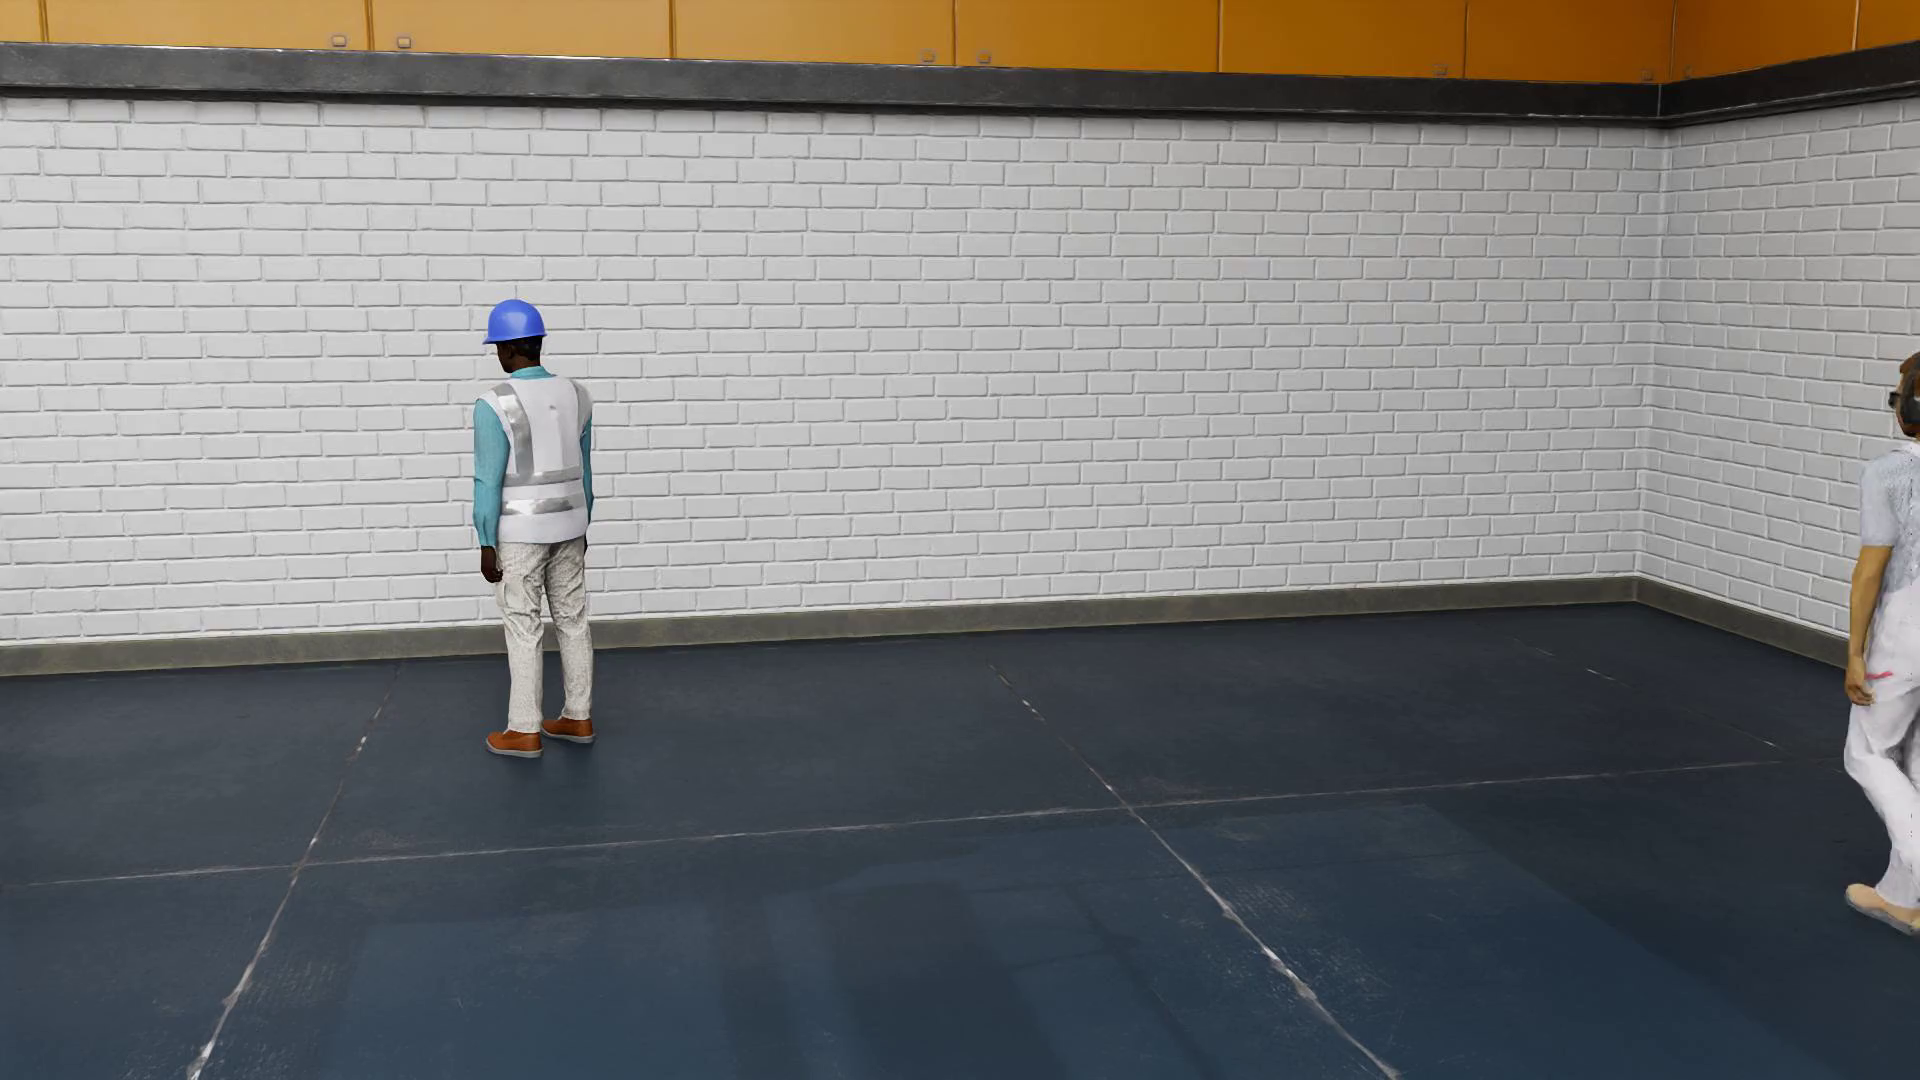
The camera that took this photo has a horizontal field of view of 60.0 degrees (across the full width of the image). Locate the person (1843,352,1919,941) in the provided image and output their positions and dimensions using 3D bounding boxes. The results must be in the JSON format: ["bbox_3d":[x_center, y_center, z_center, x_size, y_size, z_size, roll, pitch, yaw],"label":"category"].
[{"bbox_3d":[2.960,0.343,5.025,0.518,1.828,0.550,-1,9,-5],"label":"person"}]

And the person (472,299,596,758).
[{"bbox_3d":[-1.814,-0.046,7.079,0.416,1.939,0.604,7,11,35],"label":"person"}]
